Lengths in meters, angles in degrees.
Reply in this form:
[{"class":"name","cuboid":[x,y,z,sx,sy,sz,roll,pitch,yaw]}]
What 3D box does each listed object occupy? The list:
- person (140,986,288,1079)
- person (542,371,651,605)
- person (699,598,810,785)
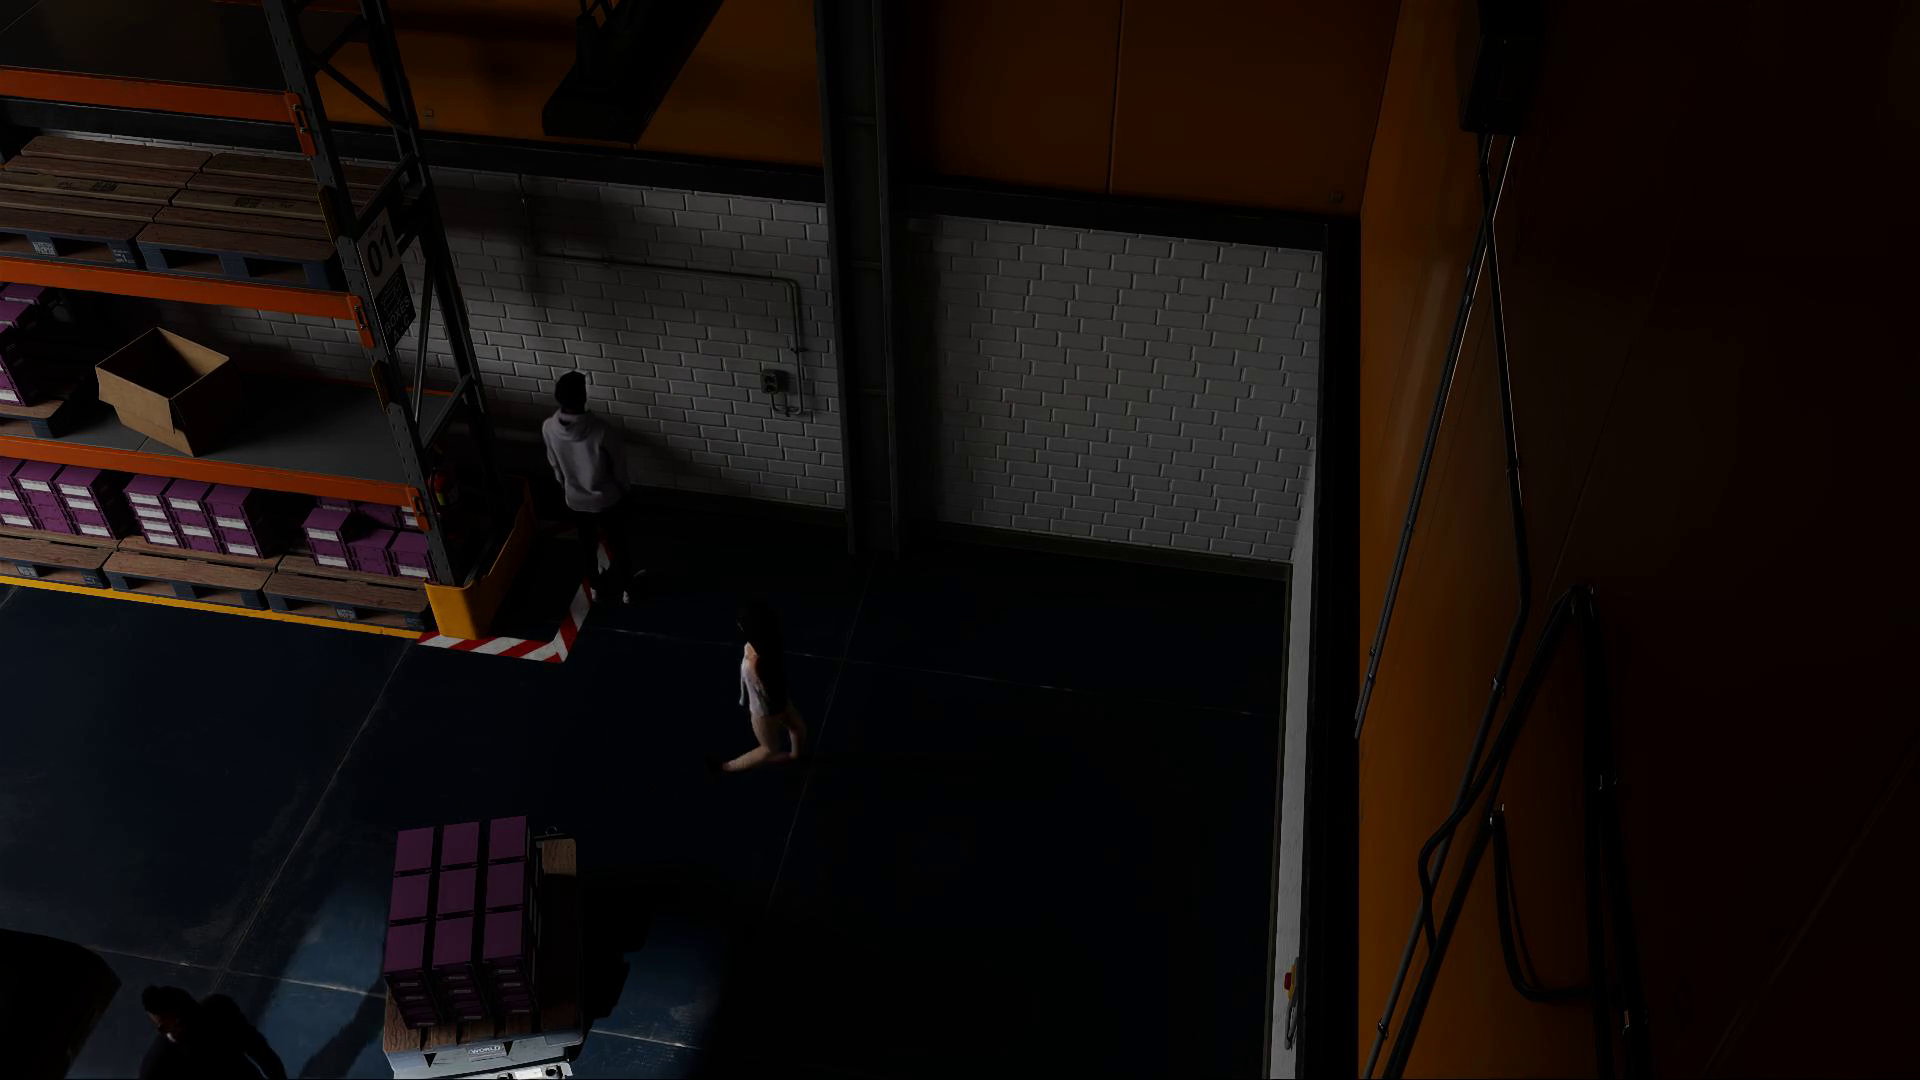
[{"class":"person","cuboid":[-3.636,2.678,8.058,0.836,1.949,0.826,19,47,19]},{"class":"person","cuboid":[-2.479,-0.326,11.225,0.526,1.929,0.740,5,44,6]},{"class":"person","cuboid":[-1.290,0.945,10.104,0.634,1.635,0.898,7,44,7]}]
